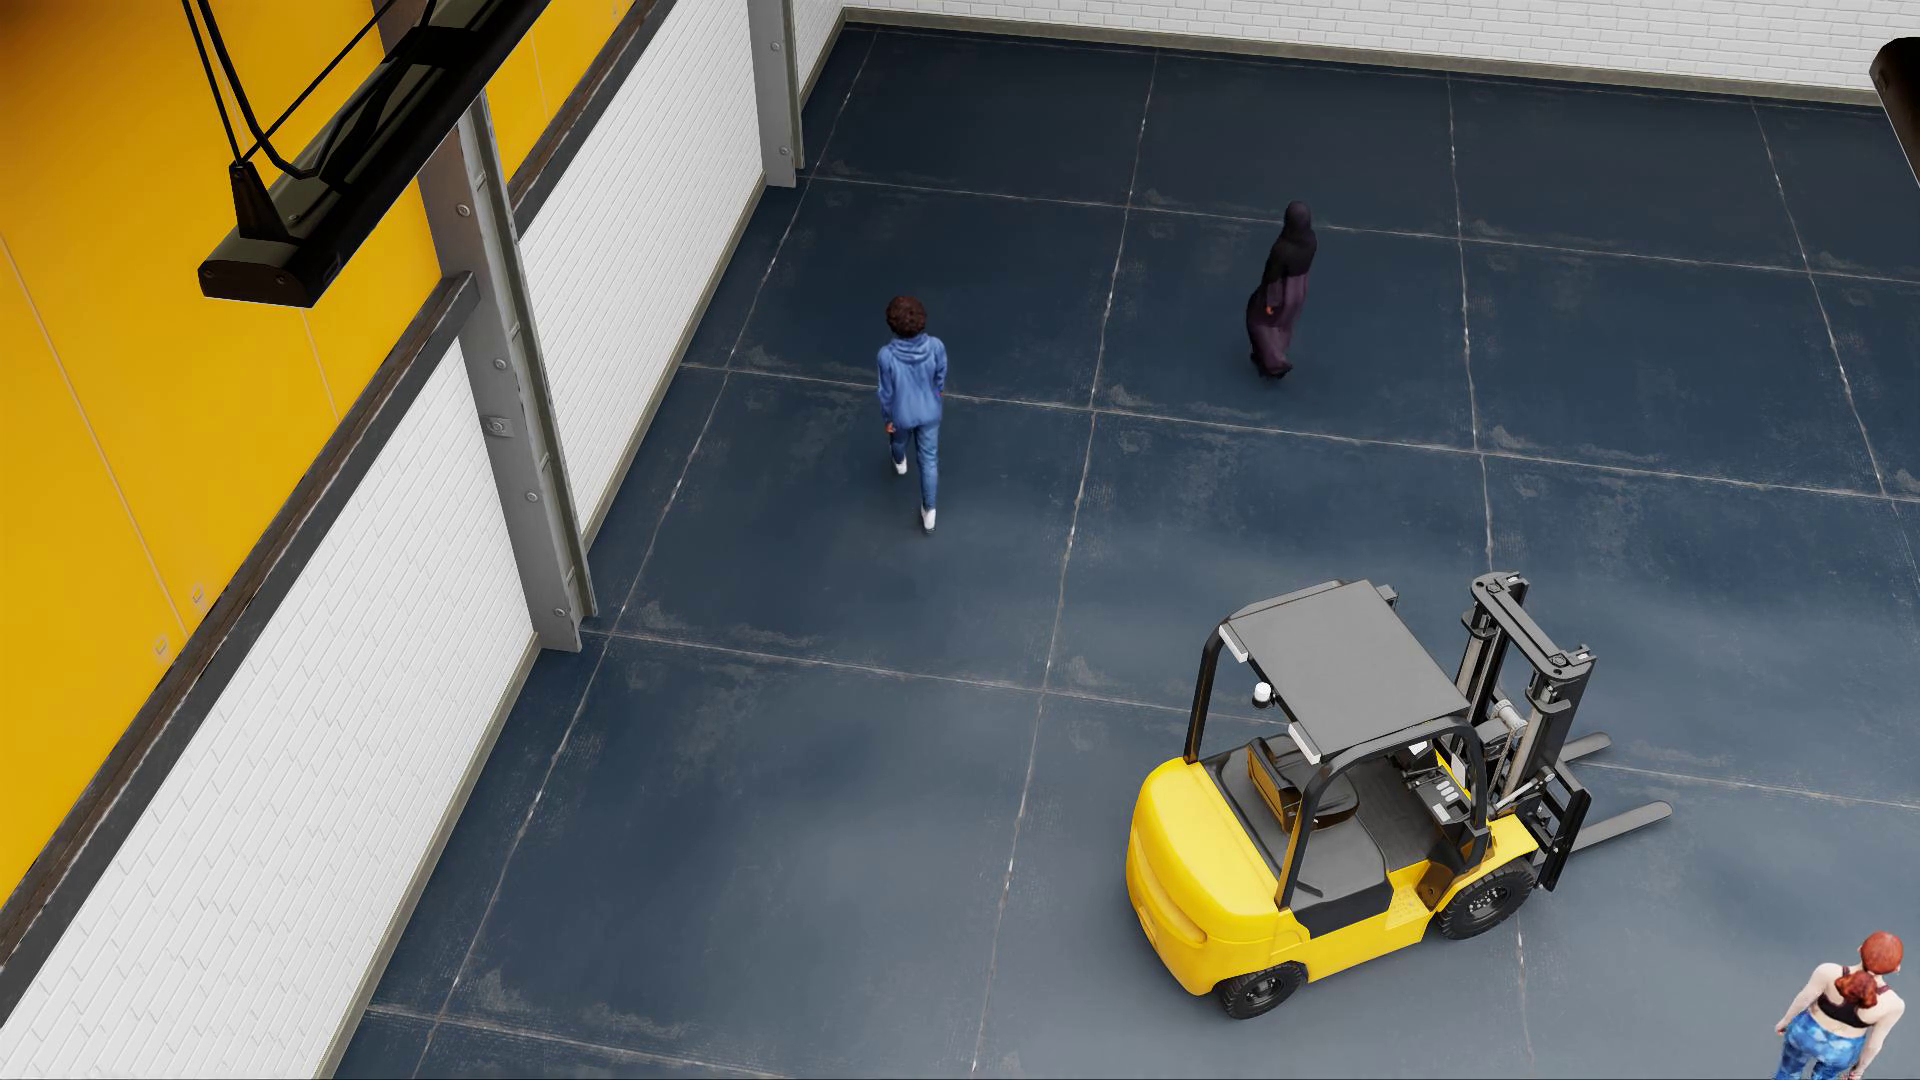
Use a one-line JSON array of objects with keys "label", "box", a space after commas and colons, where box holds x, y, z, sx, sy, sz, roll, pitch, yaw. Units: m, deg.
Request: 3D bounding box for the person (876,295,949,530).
[{"label": "person", "box": [-0.302, -0.874, 11.770, 0.922, 1.760, 1.258, -6, 44, -6]}]

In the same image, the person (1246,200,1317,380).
[{"label": "person", "box": [2.564, -1.915, 12.974, 0.819, 1.606, 0.898, -21, 47, -20]}]

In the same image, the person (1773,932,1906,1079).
[{"label": "person", "box": [4.192, 2.553, 8.162, 0.704, 1.774, 0.803, 25, 49, 24]}]
